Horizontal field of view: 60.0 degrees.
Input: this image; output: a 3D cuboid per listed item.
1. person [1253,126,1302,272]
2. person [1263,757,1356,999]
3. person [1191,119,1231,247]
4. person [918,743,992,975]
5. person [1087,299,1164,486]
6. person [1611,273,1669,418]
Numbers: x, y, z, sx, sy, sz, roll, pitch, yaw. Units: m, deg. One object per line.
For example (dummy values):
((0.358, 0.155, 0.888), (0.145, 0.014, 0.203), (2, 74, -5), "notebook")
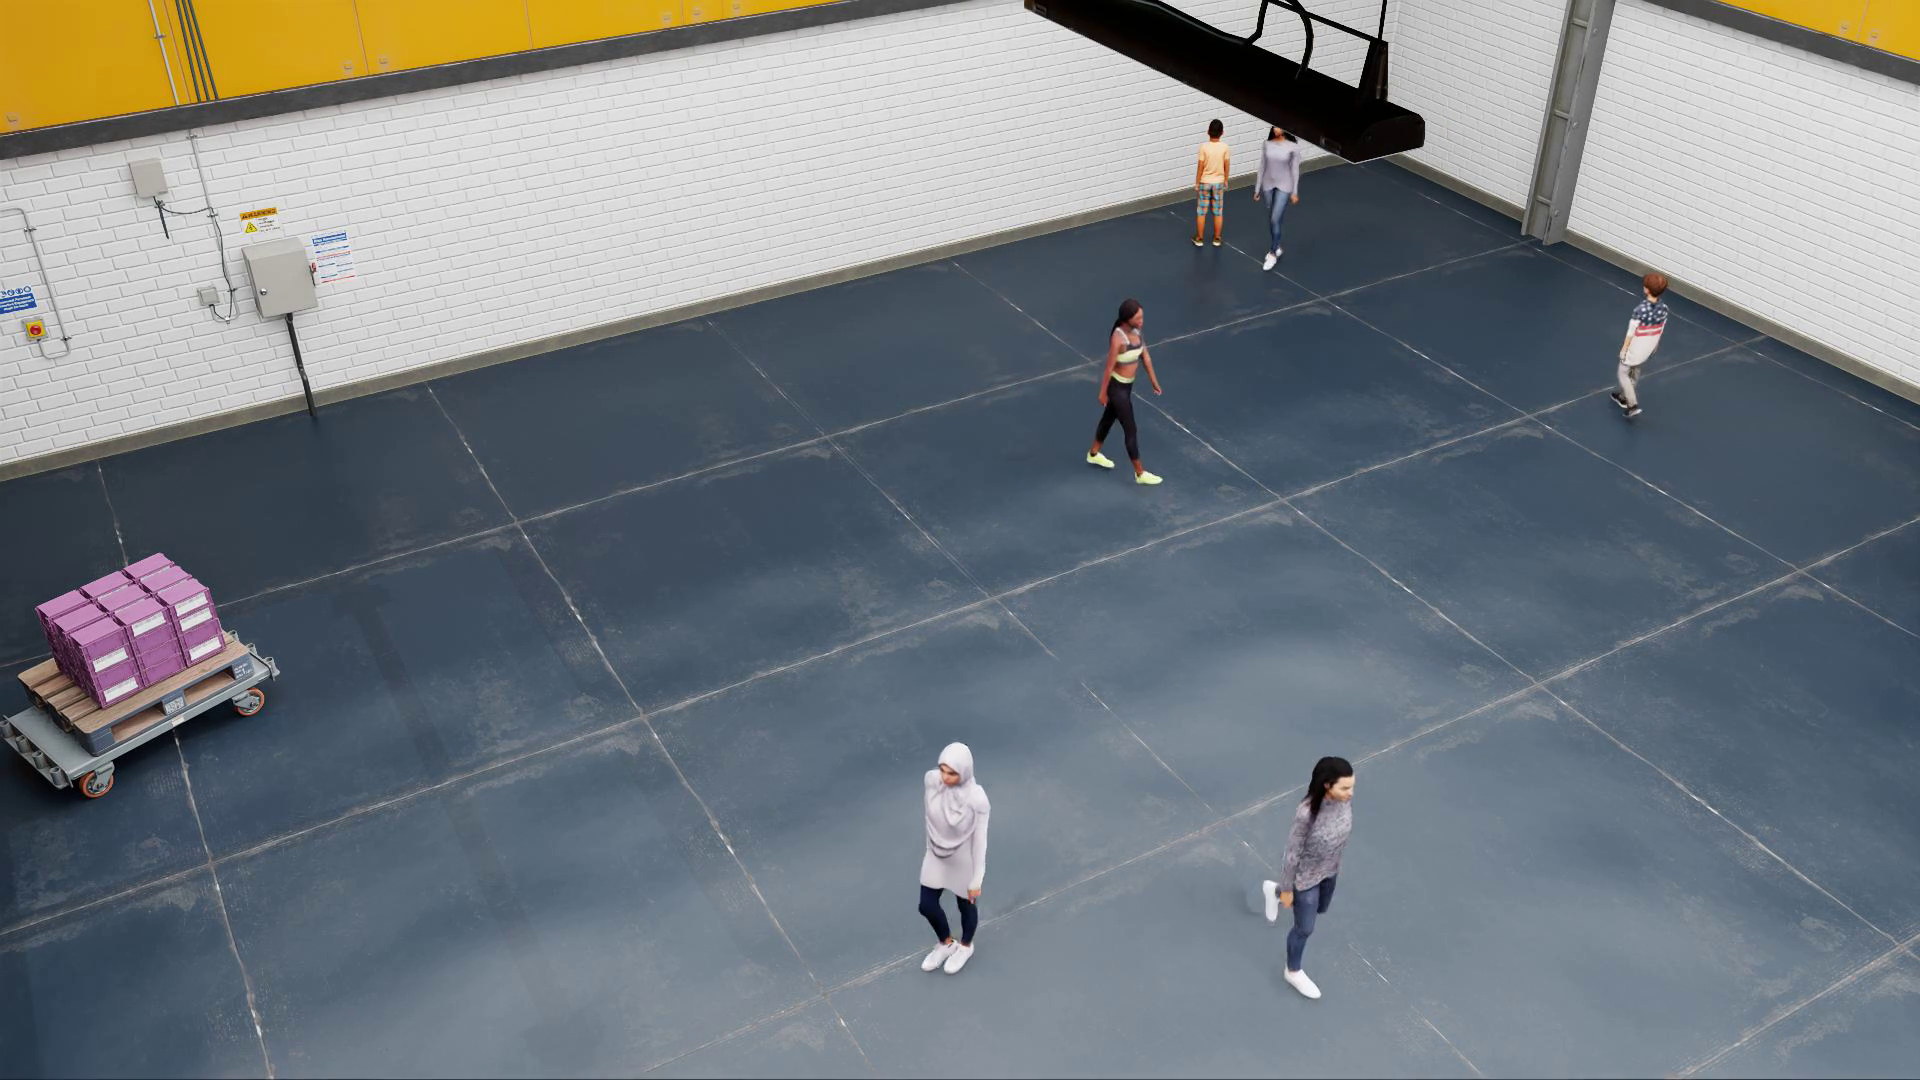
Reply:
((3.567, -3.913, 18.433), (0.833, 1.718, 0.831), (24, 40, 31), "person")
((2.000, 1.869, 9.741), (0.678, 1.710, 0.921), (-18, 37, -25), "person")
((2.854, -4.055, 18.879), (0.597, 1.461, 0.602), (-2, 34, -3), "person")
((0.030, 1.826, 9.754), (0.665, 1.766, 0.787), (23, 40, 31), "person")
((1.320, -1.344, 14.571), (1.118, 1.715, 0.906), (18, 37, 24), "person")
((6.365, -1.803, 15.517), (0.649, 1.431, 0.860), (-9, 35, -13), "person")
